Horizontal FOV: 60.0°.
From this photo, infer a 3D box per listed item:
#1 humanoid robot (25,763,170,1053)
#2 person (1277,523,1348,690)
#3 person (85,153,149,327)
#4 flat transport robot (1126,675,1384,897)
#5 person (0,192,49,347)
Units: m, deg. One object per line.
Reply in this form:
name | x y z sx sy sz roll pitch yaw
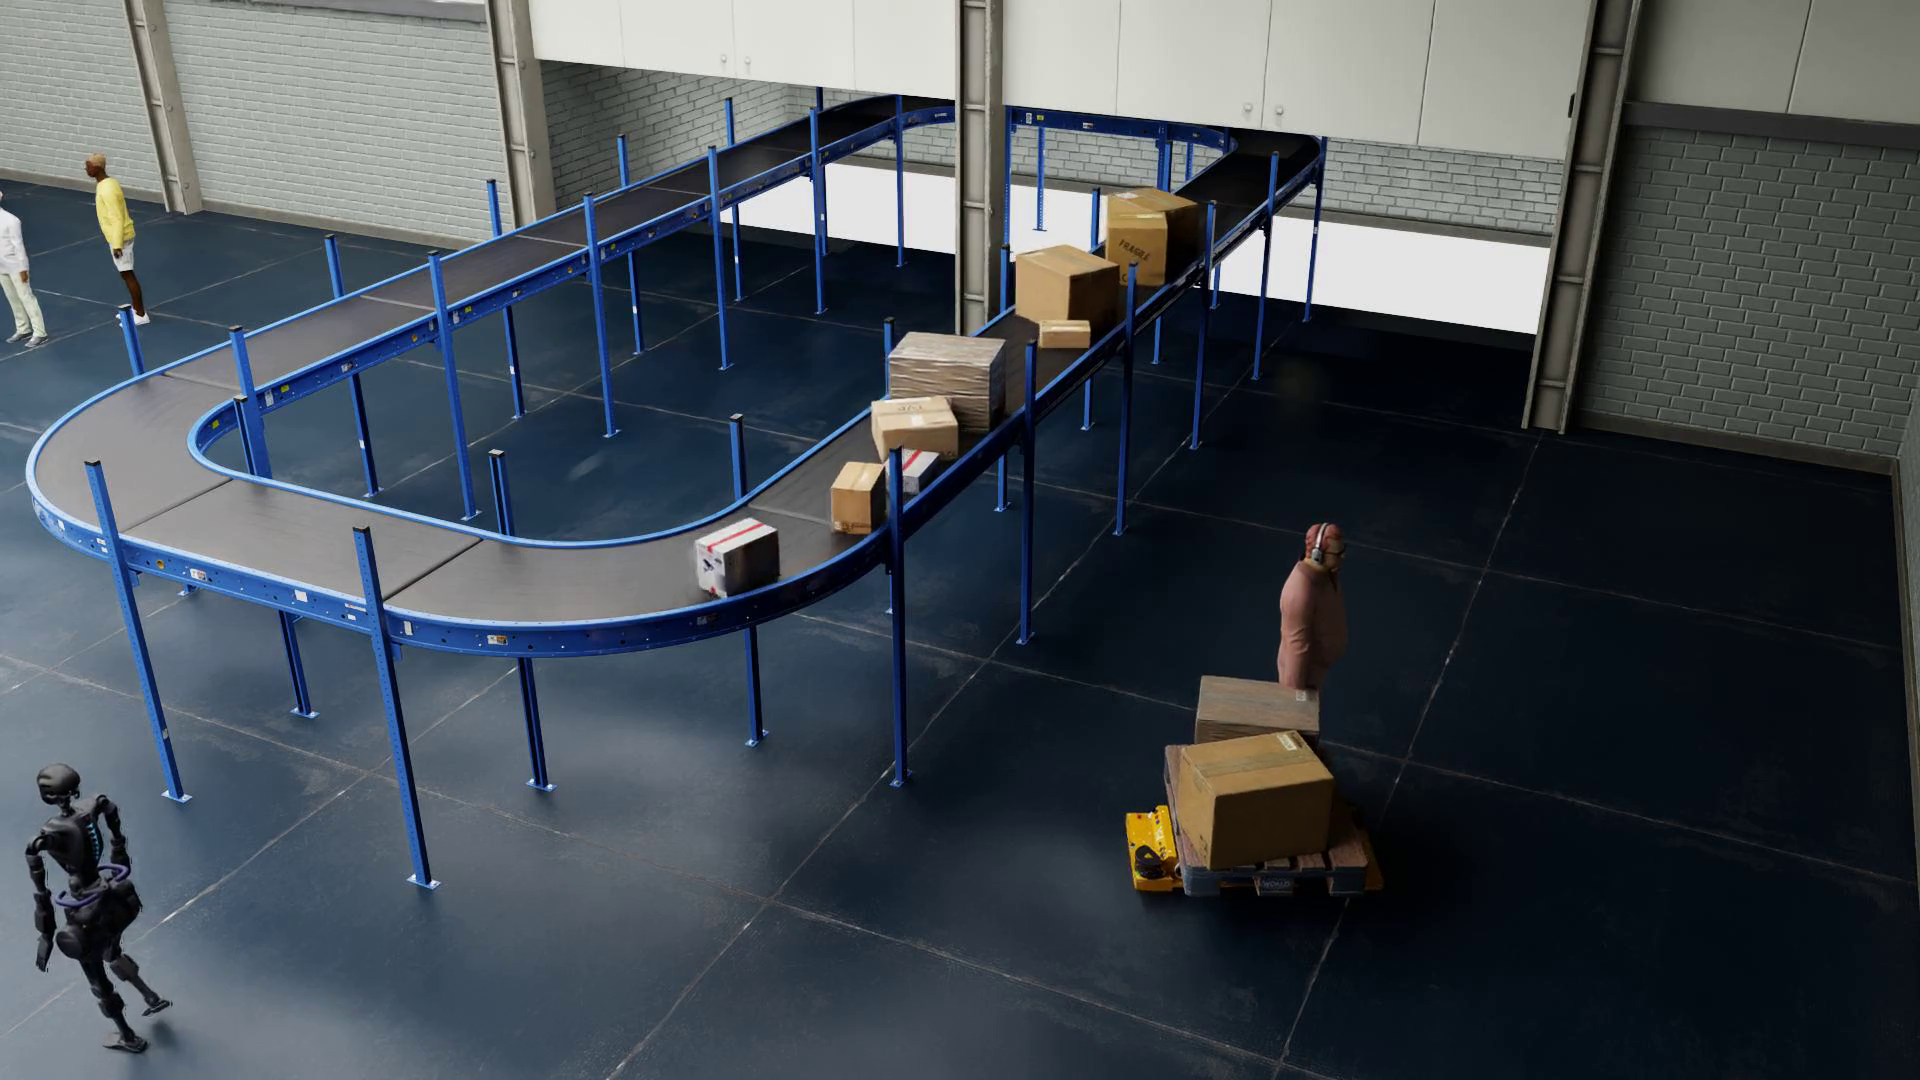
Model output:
humanoid robot | -4.291 1.830 8.210 0.351 1.649 0.583 8 28 17
person | 2.129 0.762 10.100 0.402 1.908 0.640 10 28 20
person | -9.269 -3.303 18.310 0.385 1.894 0.568 -12 29 -23
flat transport robot | 1.726 1.813 9.823 1.431 0.231 0.659 0 26 0
person | -10.149 -2.928 17.715 0.562 1.745 0.346 12 29 23
